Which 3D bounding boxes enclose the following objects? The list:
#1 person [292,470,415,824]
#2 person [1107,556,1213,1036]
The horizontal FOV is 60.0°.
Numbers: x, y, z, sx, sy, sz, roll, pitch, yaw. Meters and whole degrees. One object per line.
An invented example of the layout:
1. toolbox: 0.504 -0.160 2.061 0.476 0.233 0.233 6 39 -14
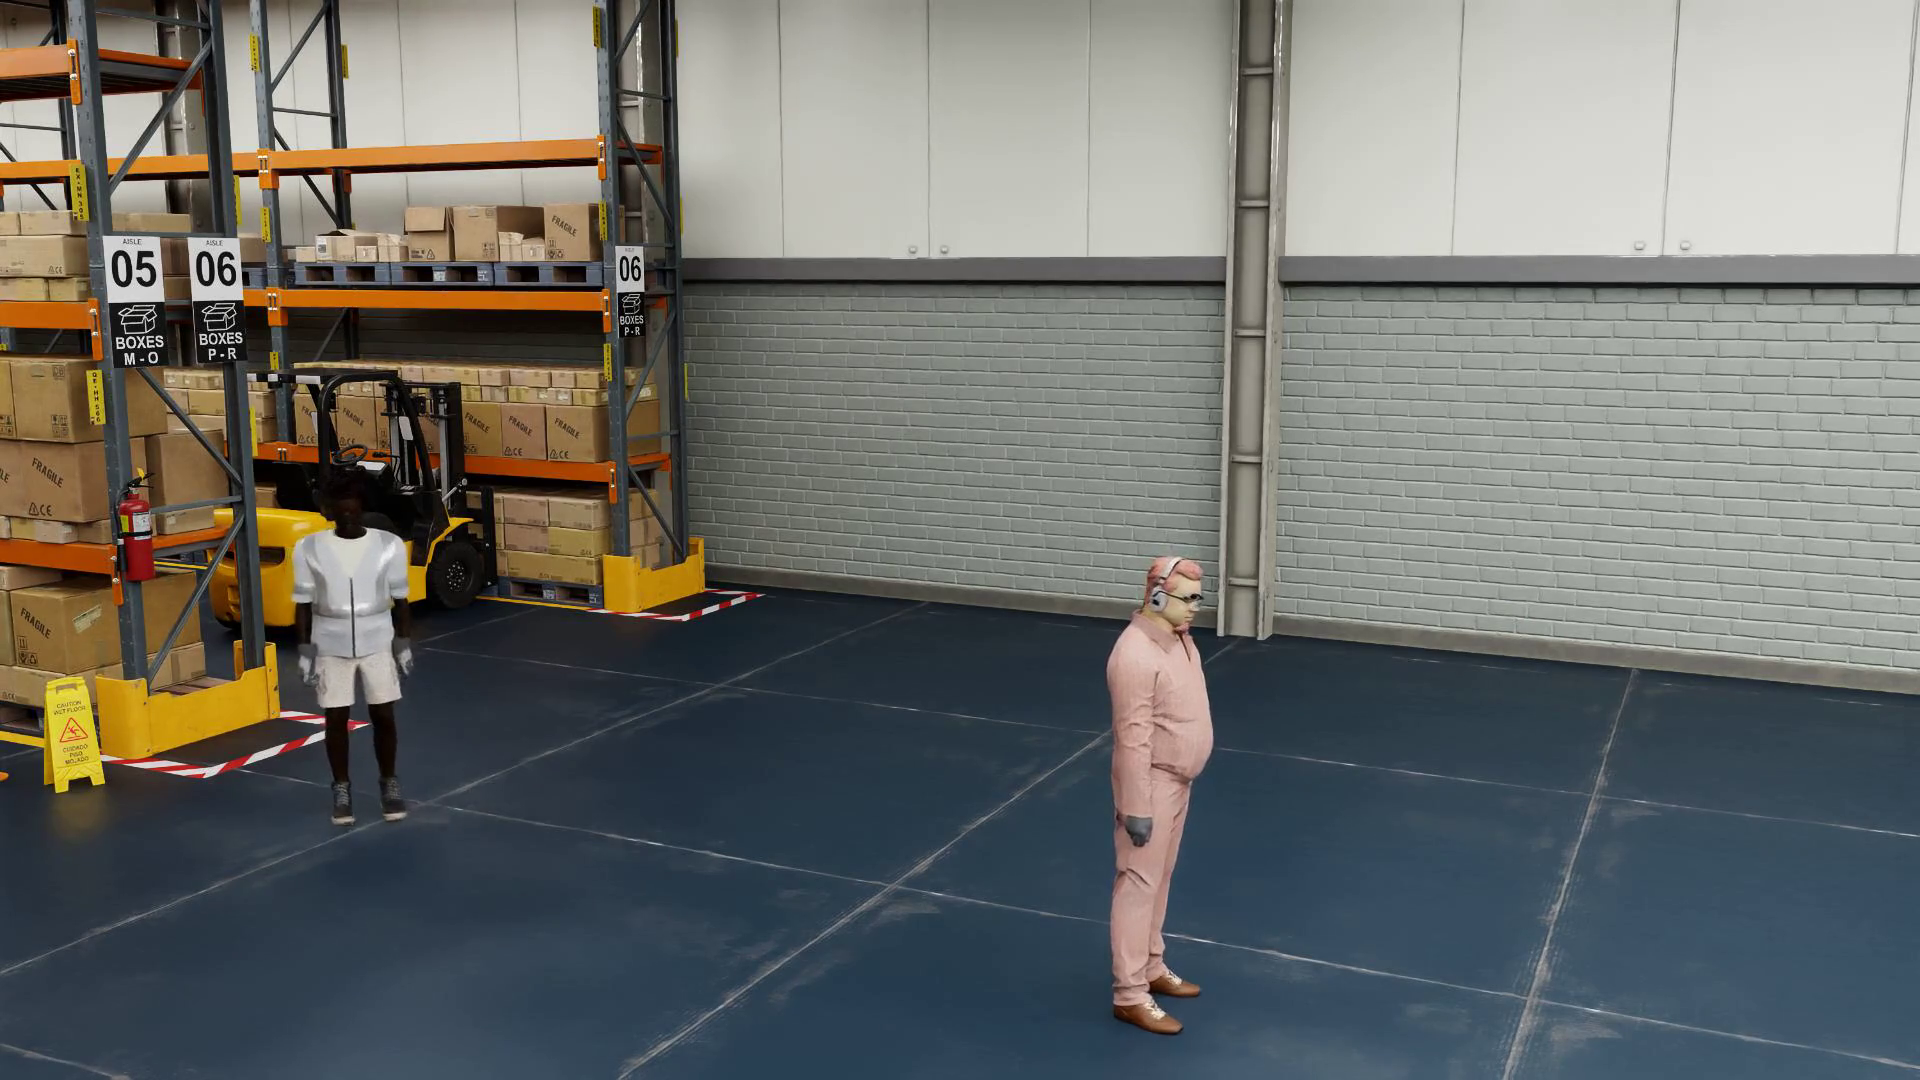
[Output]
1. person: -3.304 0.586 9.114 0.621 1.947 0.428 -4 10 -21
2. person: 0.818 1.002 6.723 0.400 1.900 0.643 4 10 22
